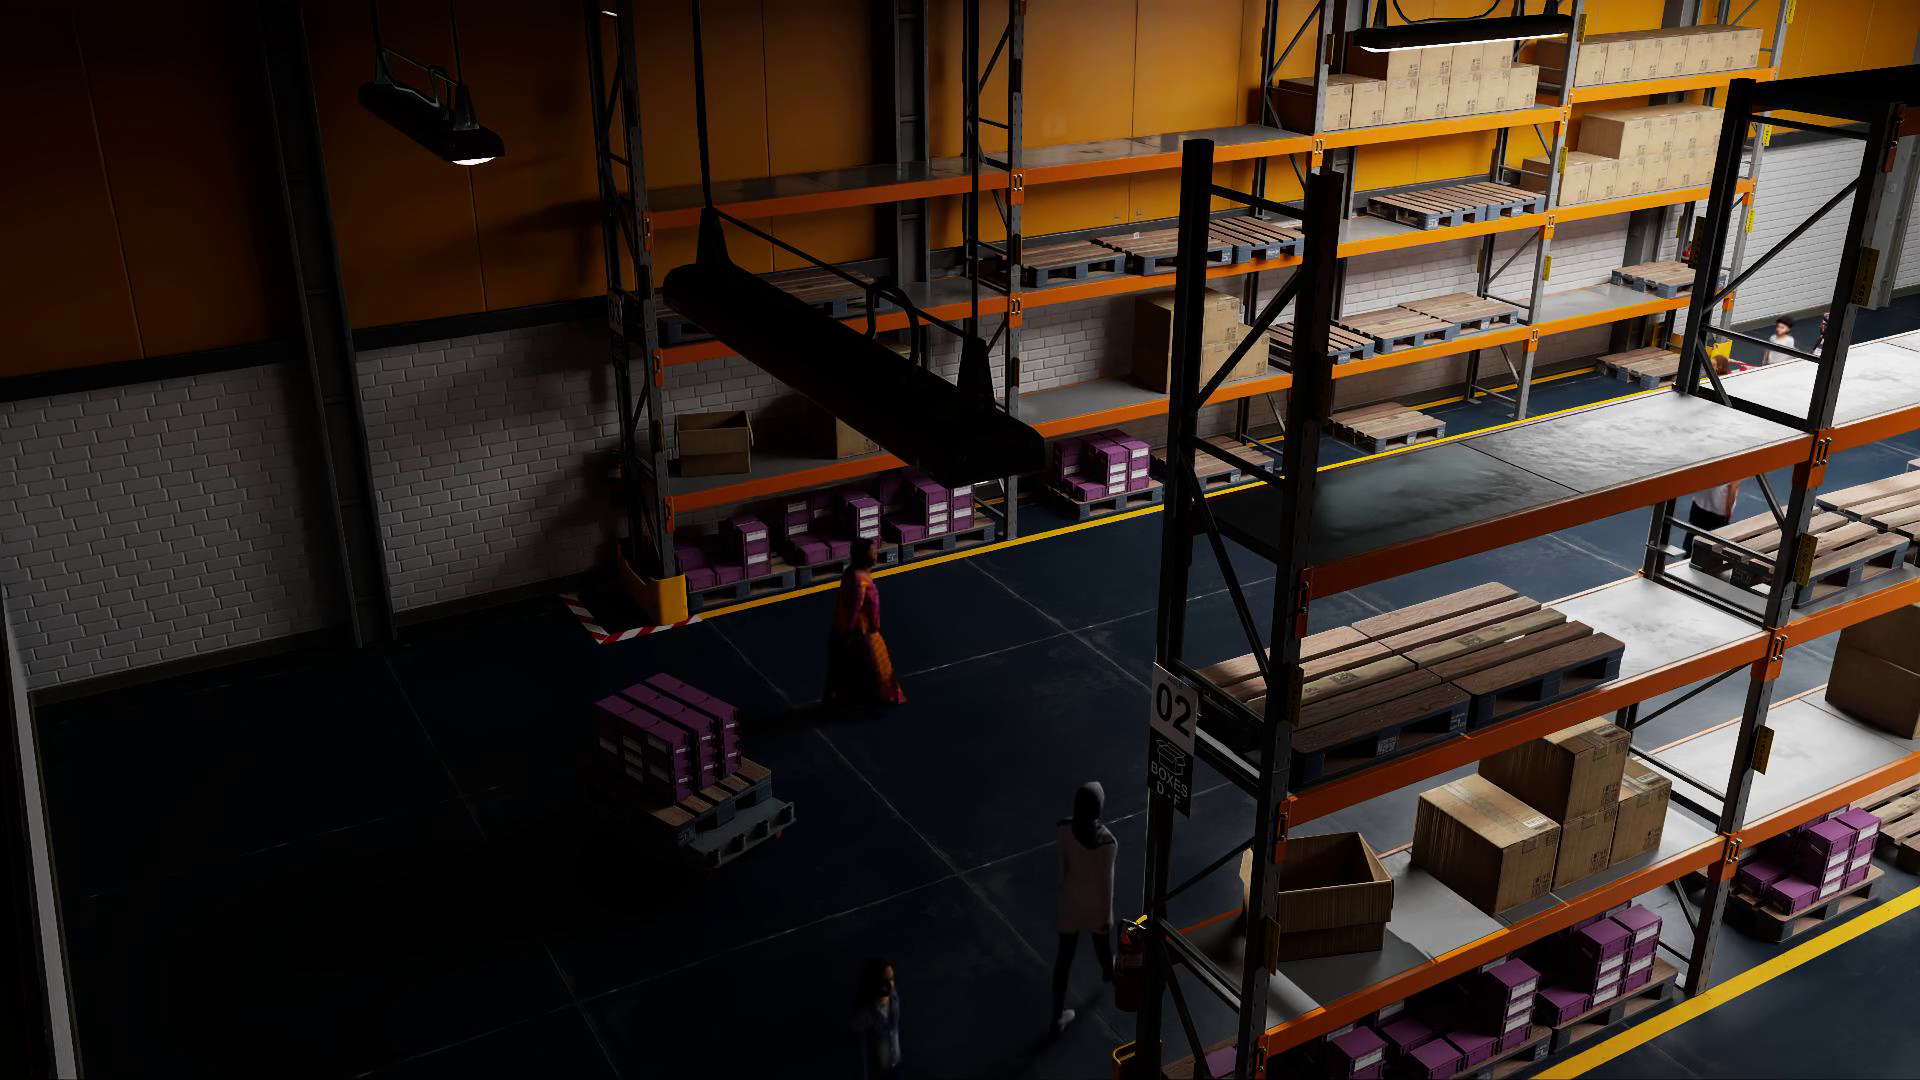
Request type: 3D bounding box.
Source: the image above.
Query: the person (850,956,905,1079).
[{"bbox_3d":[-0.540,3.055,9.732,0.816,1.457,0.920,18,30,36],"label":"person"}]

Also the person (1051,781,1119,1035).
[{"bbox_3d":[0.765,2.423,10.840,0.973,1.729,1.232,15,28,31],"label":"person"}]

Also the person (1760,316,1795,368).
[{"bbox_3d":[11.106,-2.434,22.550,0.620,1.249,0.558,-21,31,-40],"label":"person"}]

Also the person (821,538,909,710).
[{"bbox_3d":[-0.997,0.764,14.727,1.095,1.655,0.871,-4,24,-8],"label":"person"}]
